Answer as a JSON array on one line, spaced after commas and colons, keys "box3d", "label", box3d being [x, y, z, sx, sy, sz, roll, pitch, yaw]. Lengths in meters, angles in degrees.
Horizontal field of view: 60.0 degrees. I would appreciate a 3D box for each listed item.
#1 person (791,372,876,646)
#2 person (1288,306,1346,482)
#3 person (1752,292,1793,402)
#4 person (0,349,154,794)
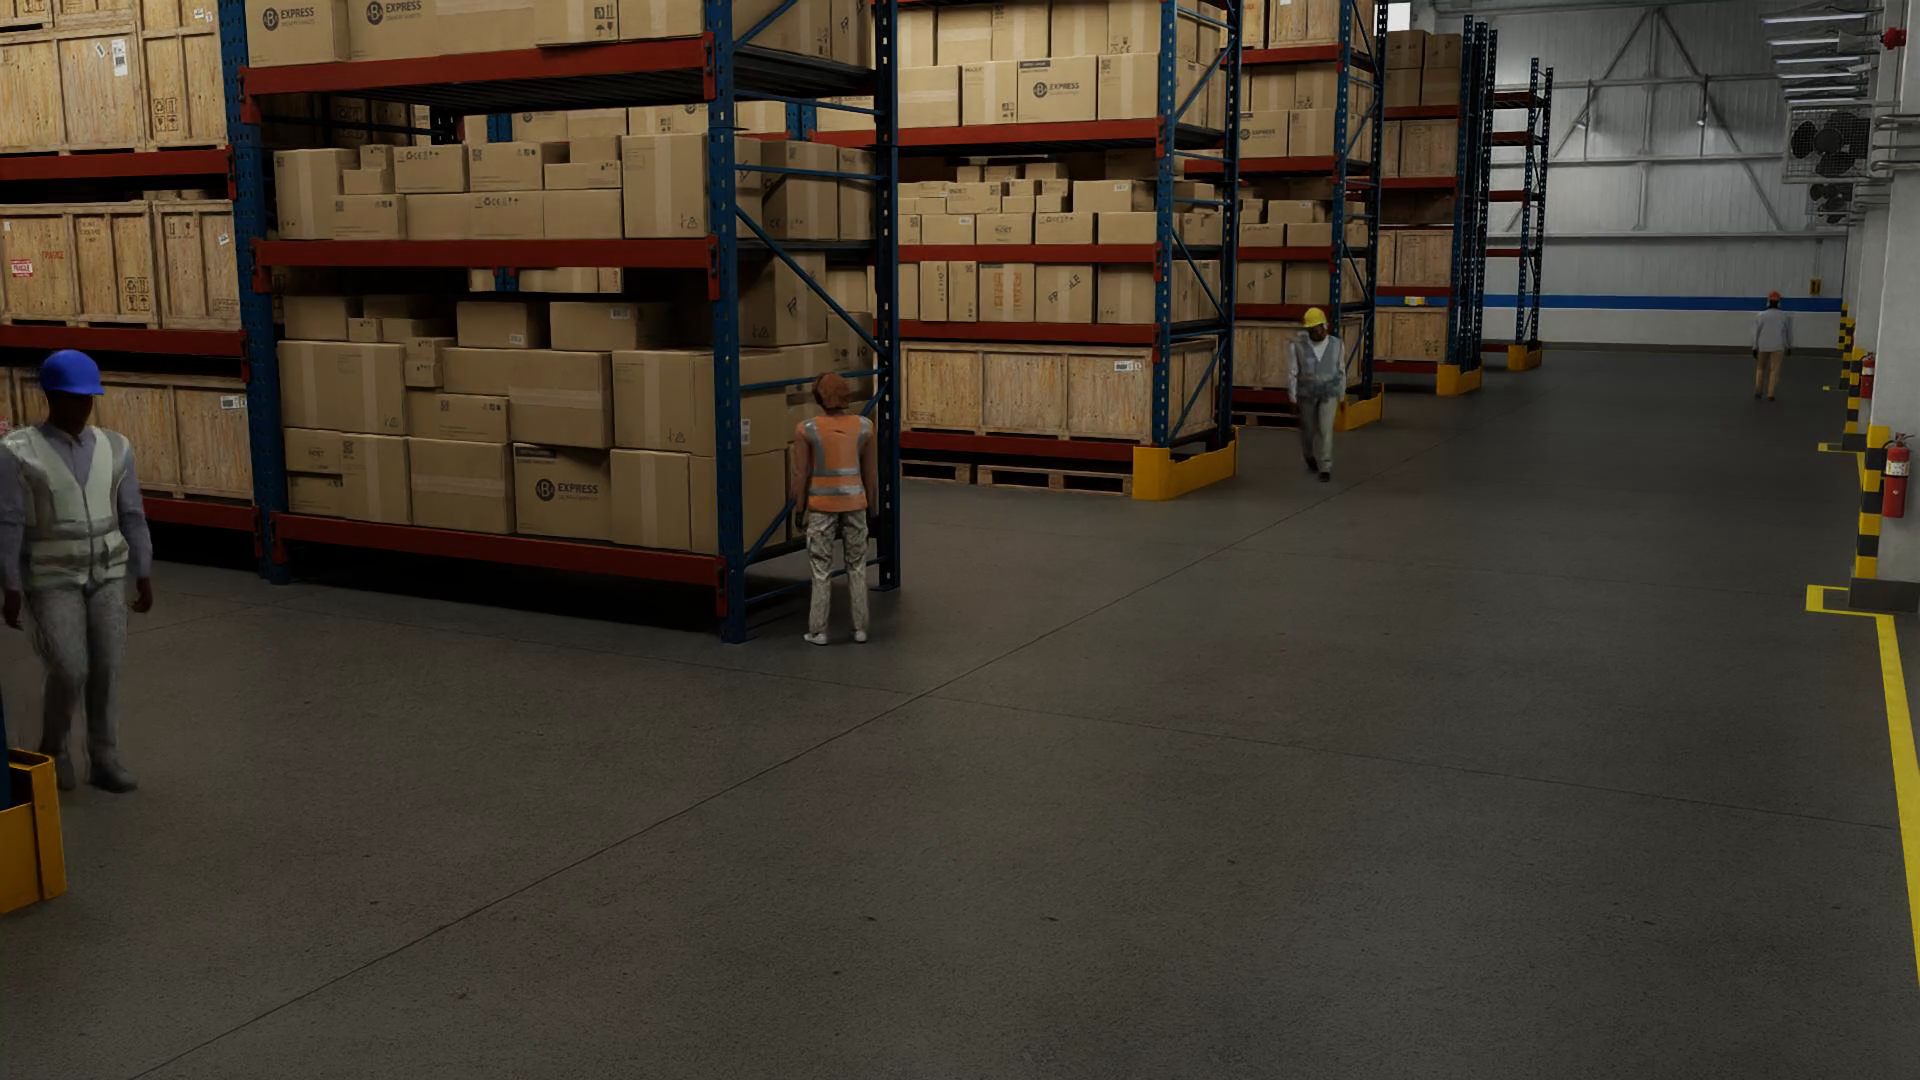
[{"box3d": [-0.739, -0.176, 9.885, 0.523, 1.632, 0.318, -4, 10, -21], "label": "person"}, {"box3d": [3.685, -1.522, 17.215, 0.597, 1.796, 0.794, 1, 10, 7], "label": "person"}, {"box3d": [12.855, -3.055, 26.335, 0.583, 1.704, 0.896, 5, 11, 26], "label": "person"}, {"box3d": [-3.756, 0.154, 7.099, 0.441, 1.927, 0.630, 7, 12, 33], "label": "person"}]
